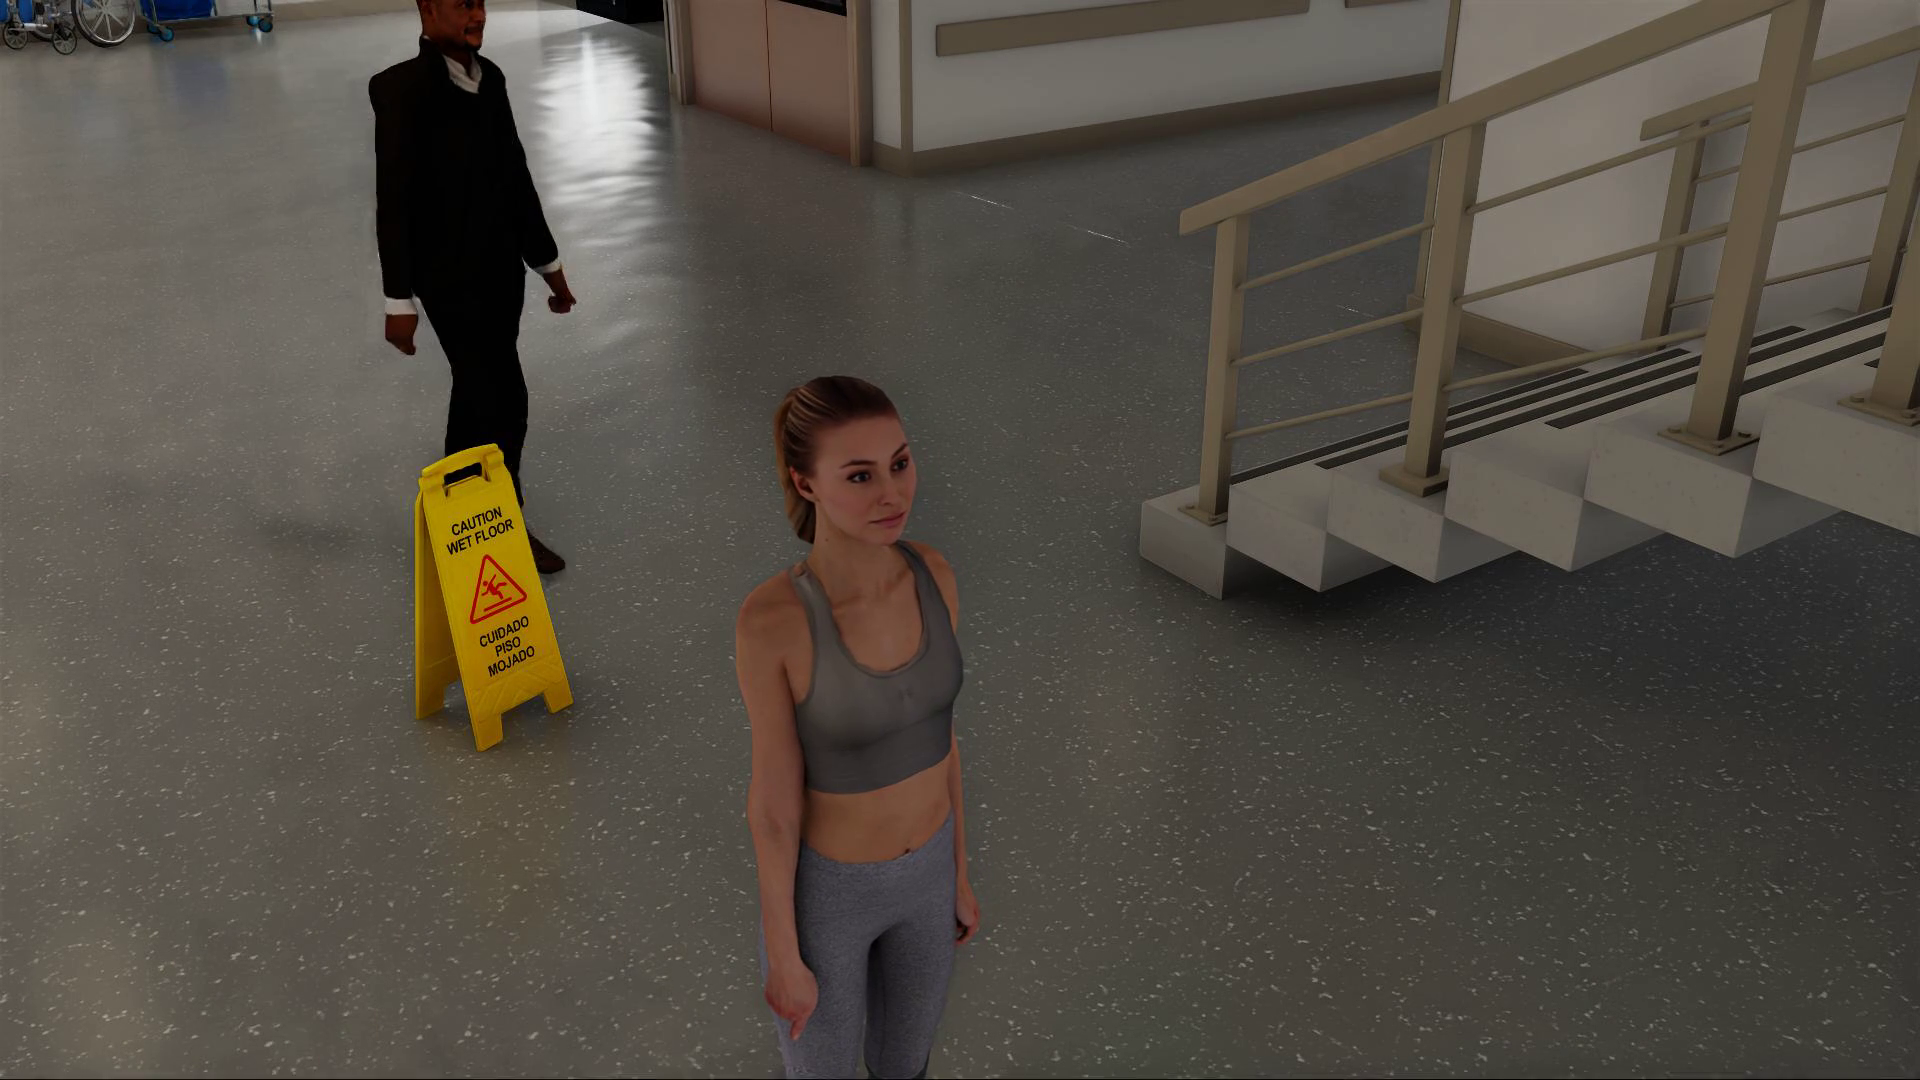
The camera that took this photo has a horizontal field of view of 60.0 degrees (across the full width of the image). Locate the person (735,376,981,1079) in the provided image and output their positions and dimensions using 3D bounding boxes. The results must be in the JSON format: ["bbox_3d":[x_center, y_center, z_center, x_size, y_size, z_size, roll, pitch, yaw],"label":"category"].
[{"bbox_3d":[-0.156,0.553,2.571,0.589,1.703,0.588,-22,34,-38],"label":"person"}]

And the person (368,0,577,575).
[{"bbox_3d":[-1.627,-0.836,5.238,1.020,1.890,0.947,10,28,21],"label":"person"}]
